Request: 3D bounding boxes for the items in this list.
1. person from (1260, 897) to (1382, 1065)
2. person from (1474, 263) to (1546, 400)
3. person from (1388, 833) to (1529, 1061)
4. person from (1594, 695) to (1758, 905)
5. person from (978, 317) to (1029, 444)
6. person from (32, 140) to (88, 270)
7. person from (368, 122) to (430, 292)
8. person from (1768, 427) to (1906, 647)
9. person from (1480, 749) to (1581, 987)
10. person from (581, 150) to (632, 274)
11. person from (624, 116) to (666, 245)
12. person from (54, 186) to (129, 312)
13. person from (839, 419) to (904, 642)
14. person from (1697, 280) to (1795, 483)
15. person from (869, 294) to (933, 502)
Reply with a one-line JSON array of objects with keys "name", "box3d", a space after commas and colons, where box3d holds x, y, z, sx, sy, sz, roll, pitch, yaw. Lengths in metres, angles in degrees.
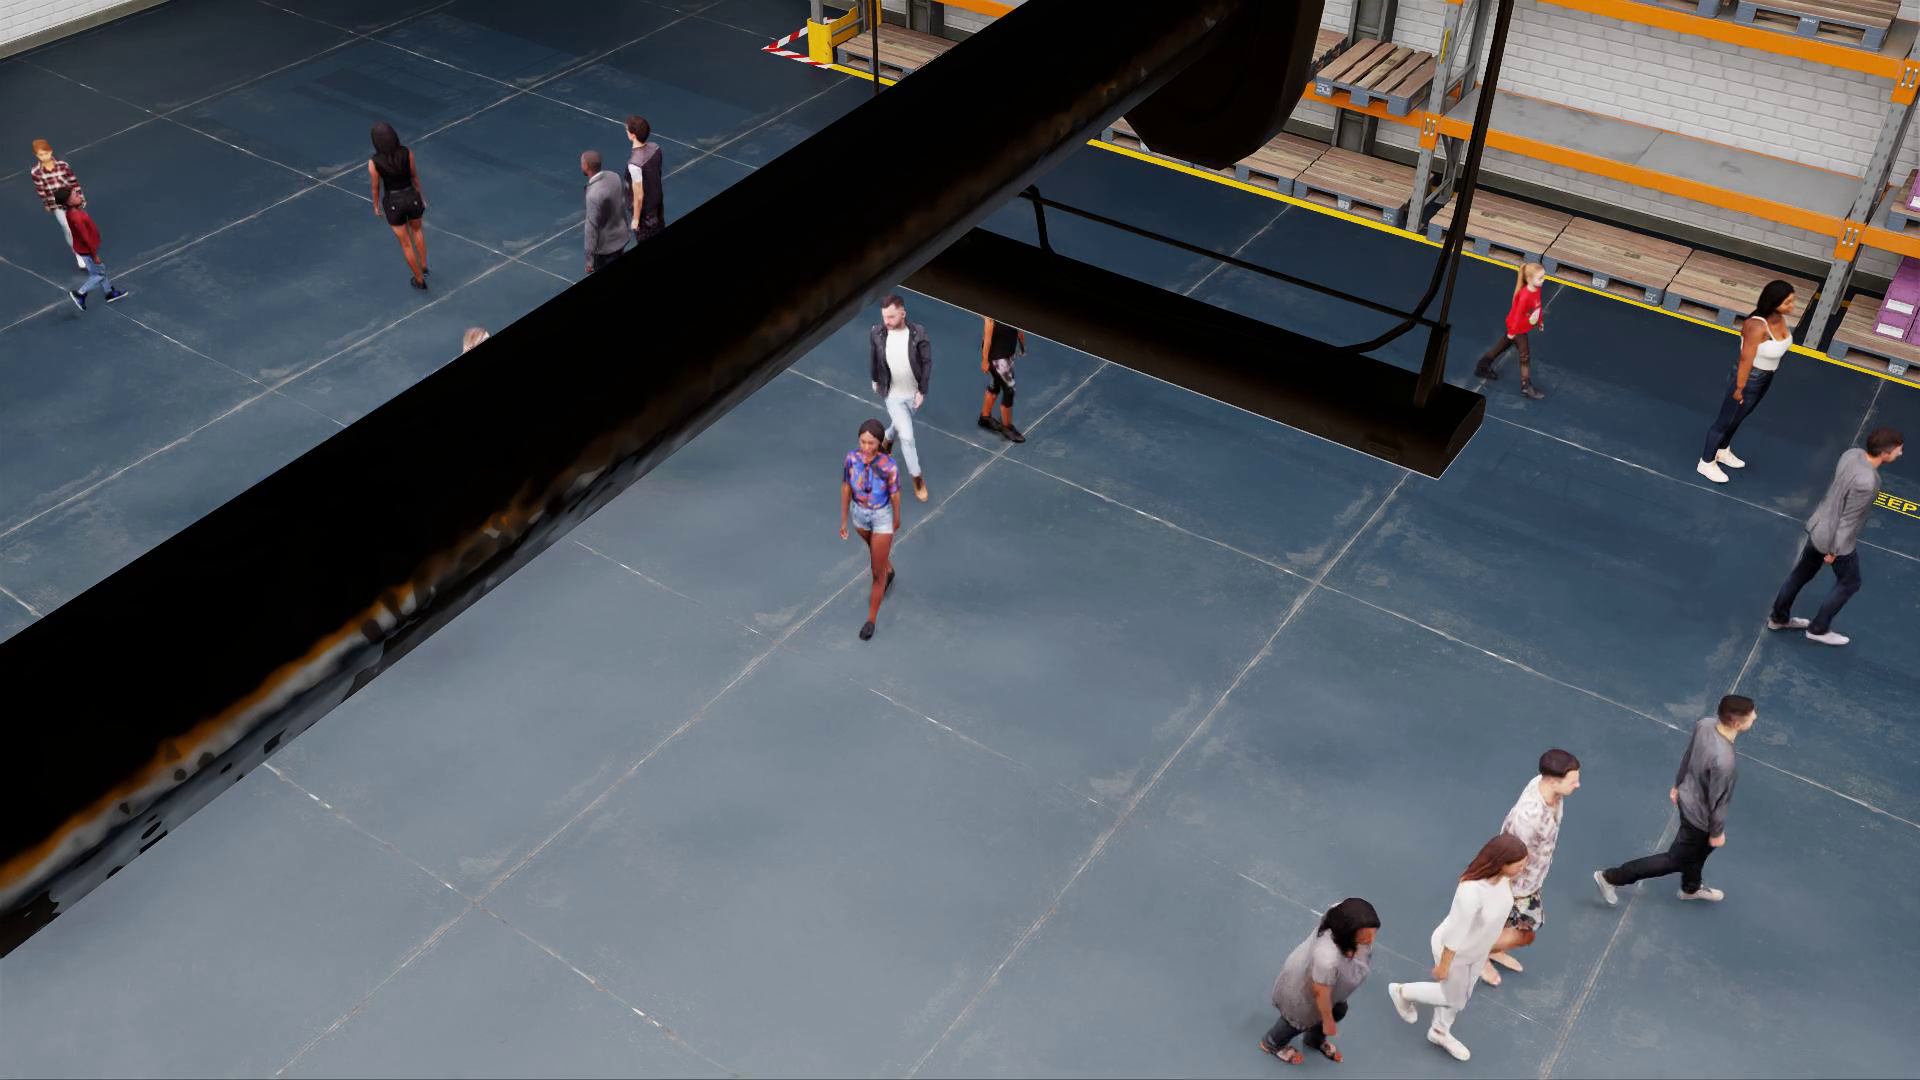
[{"name": "person", "box3d": [1.927, 2.393, 9.183, 0.753, 1.563, 0.683, 13, 40, 16]}, {"name": "person", "box3d": [4.938, -1.915, 14.828, 0.908, 1.251, 0.504, 23, 44, 26]}, {"name": "person", "box3d": [2.757, 2.226, 9.315, 0.709, 1.660, 0.824, -30, 48, -32]}, {"name": "person", "box3d": [4.372, 1.623, 10.010, 1.169, 1.735, 0.933, 5, 39, 6]}, {"name": "person", "box3d": [0.274, -1.630, 14.152, 0.734, 1.649, 0.627, 21, 43, 24]}, {"name": "person", "box3d": [-9.012, -3.431, 16.699, 0.743, 1.285, 0.969, -23, 44, -26]}, {"name": "person", "box3d": [-5.340, -3.179, 16.028, 0.731, 1.729, 0.817, -26, 45, -29]}, {"name": "person", "box3d": [6.226, -0.040, 12.000, 0.921, 1.851, 0.858, 2, 39, 3]}, {"name": "person", "box3d": [3.188, 1.857, 9.660, 0.606, 1.806, 0.675, 24, 44, 27]}, {"name": "person", "box3d": [-3.158, -2.742, 15.436, 0.933, 1.786, 0.967, 3, 39, 4]}, {"name": "person", "box3d": [-2.984, -3.190, 15.946, 0.670, 1.848, 0.715, 12, 40, 14]}, {"name": "person", "box3d": [-8.409, -2.779, 15.915, 0.716, 1.244, 0.736, -22, 44, -26]}, {"name": "person", "box3d": [-0.616, -0.194, 12.318, 1.139, 1.694, 0.847, 13, 40, 16]}, {"name": "person", "box3d": [6.460, -1.328, 13.646, 0.684, 1.809, 0.661, -31, 48, -33]}, {"name": "person", "box3d": [-0.509, -1.245, 13.555, 1.040, 1.794, 1.125, -7, 39, -8]}]
